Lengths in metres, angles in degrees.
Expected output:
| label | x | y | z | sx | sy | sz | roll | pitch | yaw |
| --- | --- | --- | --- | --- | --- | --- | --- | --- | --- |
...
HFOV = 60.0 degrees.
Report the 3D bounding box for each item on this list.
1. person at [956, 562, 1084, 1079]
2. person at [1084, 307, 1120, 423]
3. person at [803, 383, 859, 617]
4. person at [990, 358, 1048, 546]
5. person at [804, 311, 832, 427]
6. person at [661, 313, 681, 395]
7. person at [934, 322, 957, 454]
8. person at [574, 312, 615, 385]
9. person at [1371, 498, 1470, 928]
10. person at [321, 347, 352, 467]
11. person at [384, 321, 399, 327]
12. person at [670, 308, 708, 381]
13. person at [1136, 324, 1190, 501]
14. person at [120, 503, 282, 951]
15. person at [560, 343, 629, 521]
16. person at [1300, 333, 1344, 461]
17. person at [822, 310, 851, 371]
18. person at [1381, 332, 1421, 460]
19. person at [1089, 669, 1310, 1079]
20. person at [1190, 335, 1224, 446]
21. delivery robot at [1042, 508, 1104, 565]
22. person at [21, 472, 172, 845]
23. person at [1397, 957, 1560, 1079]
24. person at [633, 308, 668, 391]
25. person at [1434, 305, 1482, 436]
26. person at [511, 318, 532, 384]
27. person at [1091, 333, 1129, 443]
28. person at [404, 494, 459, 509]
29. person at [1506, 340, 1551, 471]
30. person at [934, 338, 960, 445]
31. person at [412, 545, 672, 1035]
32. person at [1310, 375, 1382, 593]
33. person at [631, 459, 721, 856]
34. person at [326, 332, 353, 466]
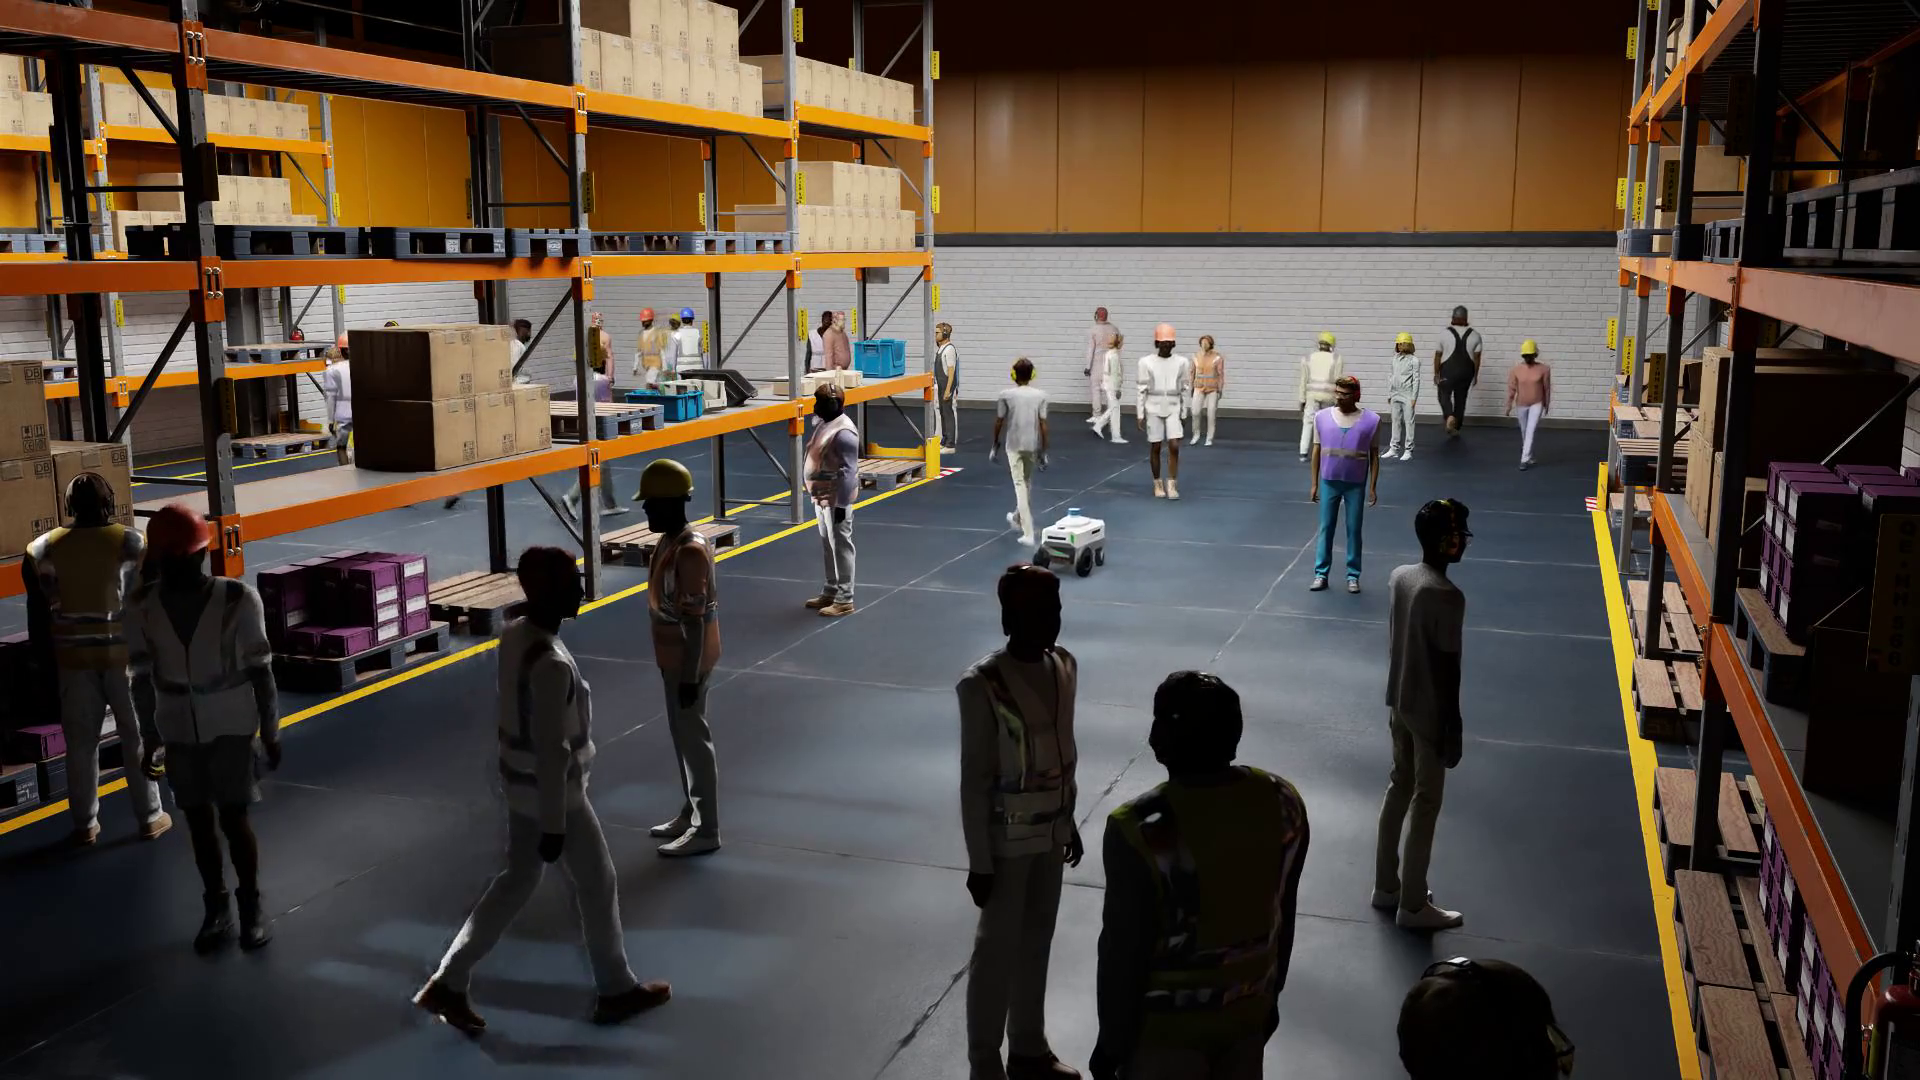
| label | x | y | z | sx | sy | sz | roll | pitch | yaw |
| --- | --- | --- | --- | --- | --- | --- | --- | --- | --- |
| person | 0.216 | 1.004 | 5.608 | 0.340 | 1.882 | 0.586 | 8 | 13 | 37 |
| person | 2.317 | -2.882 | 27.432 | 0.652 | 1.906 | 0.402 | -6 | 12 | -31 |
| person | -1.022 | -0.321 | 13.190 | 0.429 | 1.845 | 0.621 | -4 | 11 | -21 |
| person | 0.578 | -0.891 | 16.500 | 0.505 | 1.812 | 1.004 | -4 | 11 | -19 |
| person | -2.164 | -2.690 | 26.399 | 0.650 | 1.888 | 0.443 | 0 | 10 | -2 |
| person | -5.026 | -3.101 | 29.111 | 0.540 | 1.747 | 0.520 | 2 | 10 | 12 |
| person | -0.220 | -2.129 | 23.359 | 0.338 | 1.845 | 0.514 | -2 | 10 | -13 |
| person | -5.565 | -2.537 | 25.498 | 0.639 | 1.904 | 0.402 | 4 | 11 | 21 |
| person | 2.003 | 0.743 | 7.165 | 0.328 | 1.861 | 0.500 | -3 | 11 | -19 |
| person | -8.039 | -1.679 | 21.458 | 0.500 | 1.619 | 0.377 | 5 | 11 | 28 |
| person | -7.970 | -2.158 | 23.473 | 0.515 | 1.865 | 0.329 | 1 | 10 | 7 |
| person | -4.255 | -2.667 | 26.128 | 0.605 | 1.938 | 0.412 | -3 | 11 | -18 |
| person | 2.331 | -1.448 | 19.020 | 0.634 | 2.016 | 0.811 | 0 | 10 | -1 |
| person | -3.103 | 0.782 | 6.819 | 0.566 | 1.908 | 0.518 | -1 | 10 | -8 |
| person | -3.925 | -1.161 | 17.746 | 0.824 | 1.903 | 0.595 | -8 | 13 | -39 |
| person | 4.934 | -1.952 | 22.737 | 0.607 | 1.731 | 1.087 | 5 | 11 | 27 |
| person | -1.906 | -2.646 | 26.100 | 0.402 | 1.906 | 0.651 | 4 | 11 | 19 |
| person | 6.039 | -1.963 | 22.712 | 0.304 | 1.745 | 0.483 | -7 | 12 | -34 |
| person | 0.602 | 1.241 | 4.387 | 0.628 | 1.846 | 0.429 | -6 | 12 | -31 |
| person | 3.581 | -2.167 | 24.199 | 0.528 | 1.624 | 0.425 | 4 | 11 | 20 |
| delivery robot | 1.023 | -0.042 | 14.967 | 0.477 | 0.478 | 0.707 | 5 | 11 | 29 |
| person | -4.189 | 0.581 | 8.138 | 0.626 | 1.836 | 0.428 | -2 | 10 | -13 |
| person | 0.728 | 1.536 | 2.460 | 0.372 | 1.940 | 0.632 | -5 | 11 | -28 |
| person | -5.149 | -2.835 | 27.204 | 0.584 | 1.884 | 0.956 | 8 | 13 | 37 |
| person | 7.589 | -2.587 | 25.386 | 0.693 | 2.000 | 0.676 | 1 | 10 | 3 |
| person | -6.016 | -2.079 | 22.876 | 0.747 | 1.911 | 0.690 | -3 | 10 | -15 |
| person | 2.233 | -2.235 | 24.580 | 0.452 | 1.631 | 0.530 | -1 | 10 | -4 |
| person | -5.977 | -1.194 | 18.422 | 0.866 | 1.729 | 0.524 | 6 | 12 | 30 |
| person | 7.500 | -1.792 | 21.903 | 0.530 | 1.699 | 0.935 | 6 | 12 | 29 |
| person | -0.234 | -2.191 | 24.291 | 0.512 | 1.640 | 0.311 | -6 | 11 | -28 |
| person | -1.579 | 0.930 | 6.136 | 0.910 | 1.857 | 0.587 | -6 | 12 | -32 |
| person | 3.249 | -0.473 | 14.043 | 0.565 | 1.841 | 0.396 | 4 | 11 | 20 |
| person | -1.361 | 0.561 | 8.020 | 0.396 | 1.919 | 0.582 | -4 | 11 | -23 |
| person | -7.025 | -1.443 | 19.253 | 0.563 | 1.932 | 0.450 | -5 | 11 | -26 |
